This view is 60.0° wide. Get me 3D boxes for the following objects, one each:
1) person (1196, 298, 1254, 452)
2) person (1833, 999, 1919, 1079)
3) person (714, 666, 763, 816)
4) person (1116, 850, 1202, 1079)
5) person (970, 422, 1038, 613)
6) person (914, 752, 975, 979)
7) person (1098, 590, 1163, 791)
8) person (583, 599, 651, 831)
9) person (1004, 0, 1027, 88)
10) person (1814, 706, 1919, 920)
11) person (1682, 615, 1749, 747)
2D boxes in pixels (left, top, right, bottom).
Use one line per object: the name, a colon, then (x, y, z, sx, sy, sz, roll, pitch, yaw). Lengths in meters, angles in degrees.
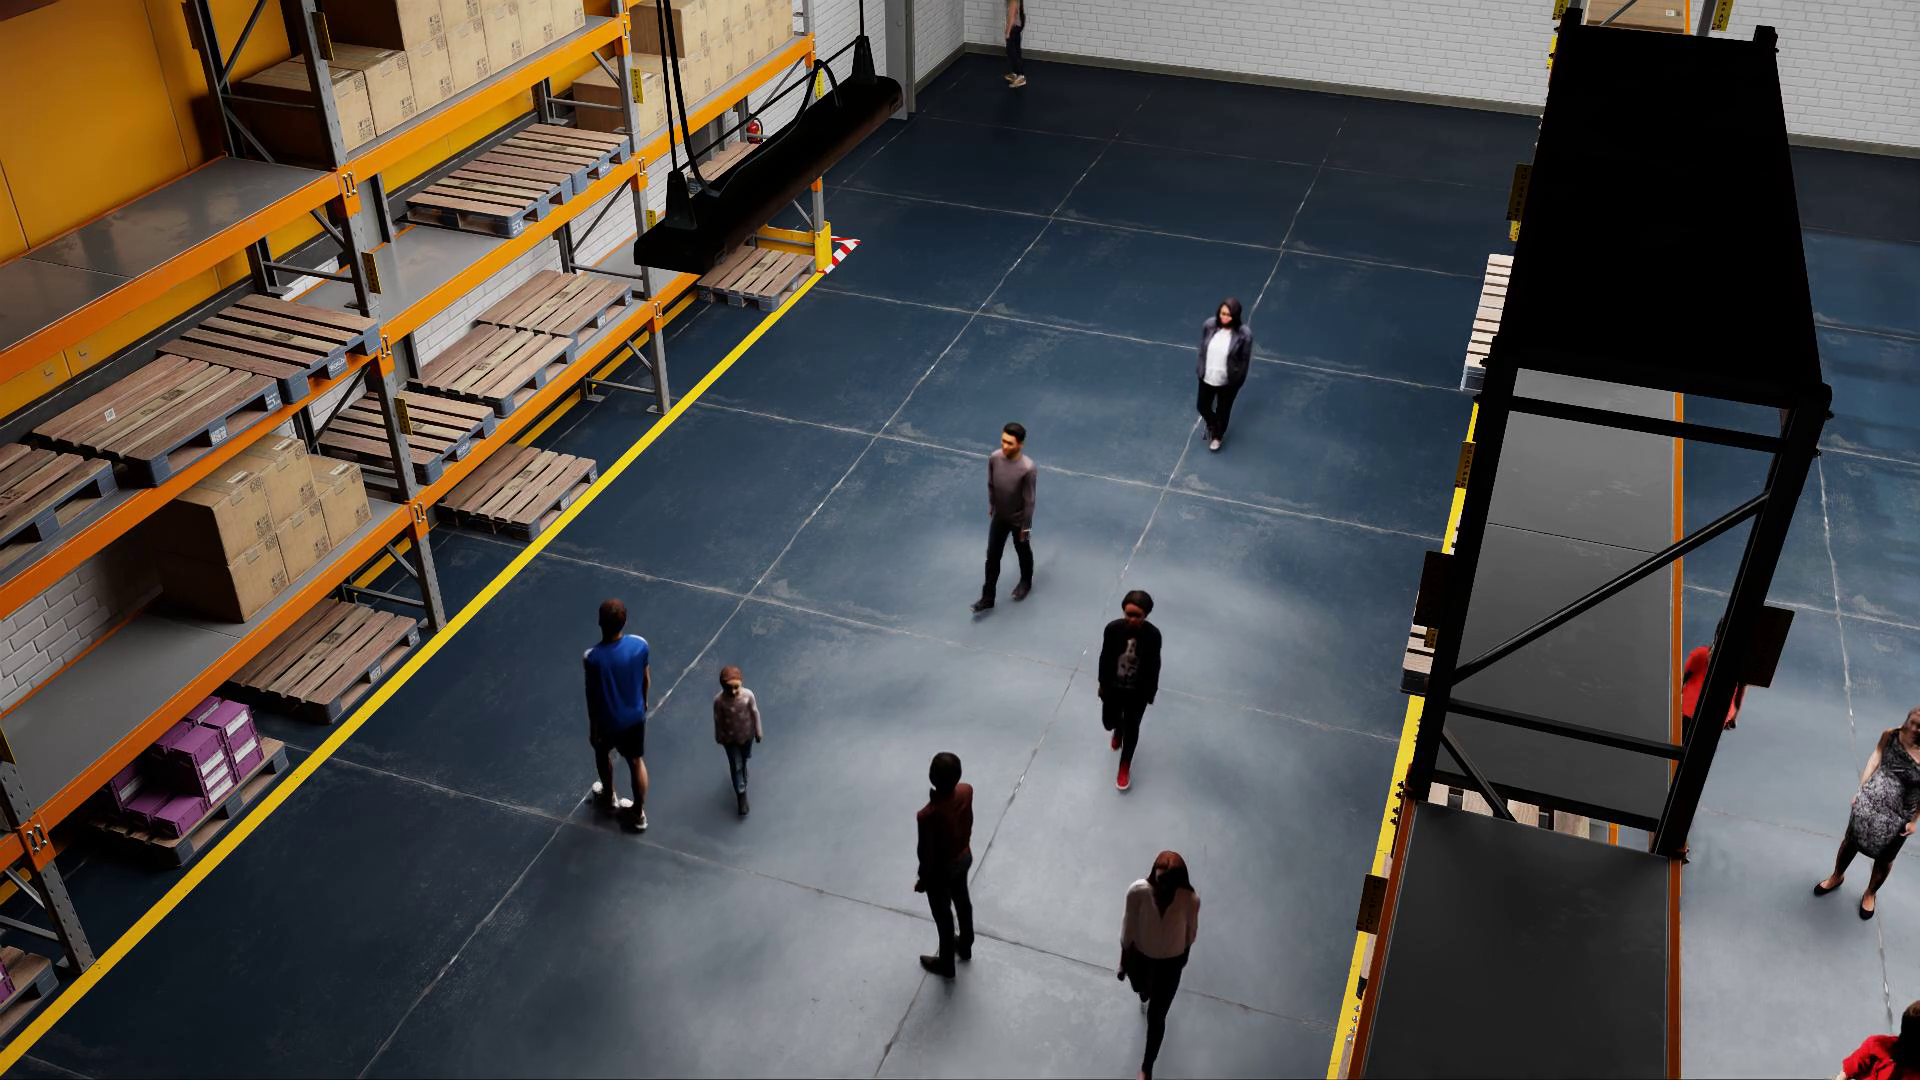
person: (2.580, -1.657, 16.337, 0.672, 1.590, 0.674, 13, 36, 18)
person: (4.963, 3.192, 8.973, 0.627, 1.666, 0.991, 11, 35, 16)
person: (-1.624, 1.381, 12.138, 0.758, 1.179, 0.887, -8, 35, -12)
person: (1.169, 2.468, 10.008, 0.719, 1.727, 1.165, 7, 34, 10)
person: (0.503, -0.235, 14.062, 0.852, 1.741, 1.044, 18, 38, 25)
person: (-0.073, 2.058, 10.575, 0.766, 1.781, 0.595, 27, 42, 34)
person: (1.240, 1.027, 12.233, 0.653, 1.663, 0.824, 8, 34, 11)
person: (-2.348, 1.276, 11.695, 0.932, 1.844, 0.973, -23, 40, -30)
person: (0.834, -7.942, 25.549, 0.849, 1.859, 0.619, 16, 37, 22)
person: (6.188, 1.769, 11.078, 0.646, 1.705, 0.639, -26, 41, -33)
person: (5.317, 1.297, 11.817, 0.713, 1.675, 0.877, 2, 34, 4)
